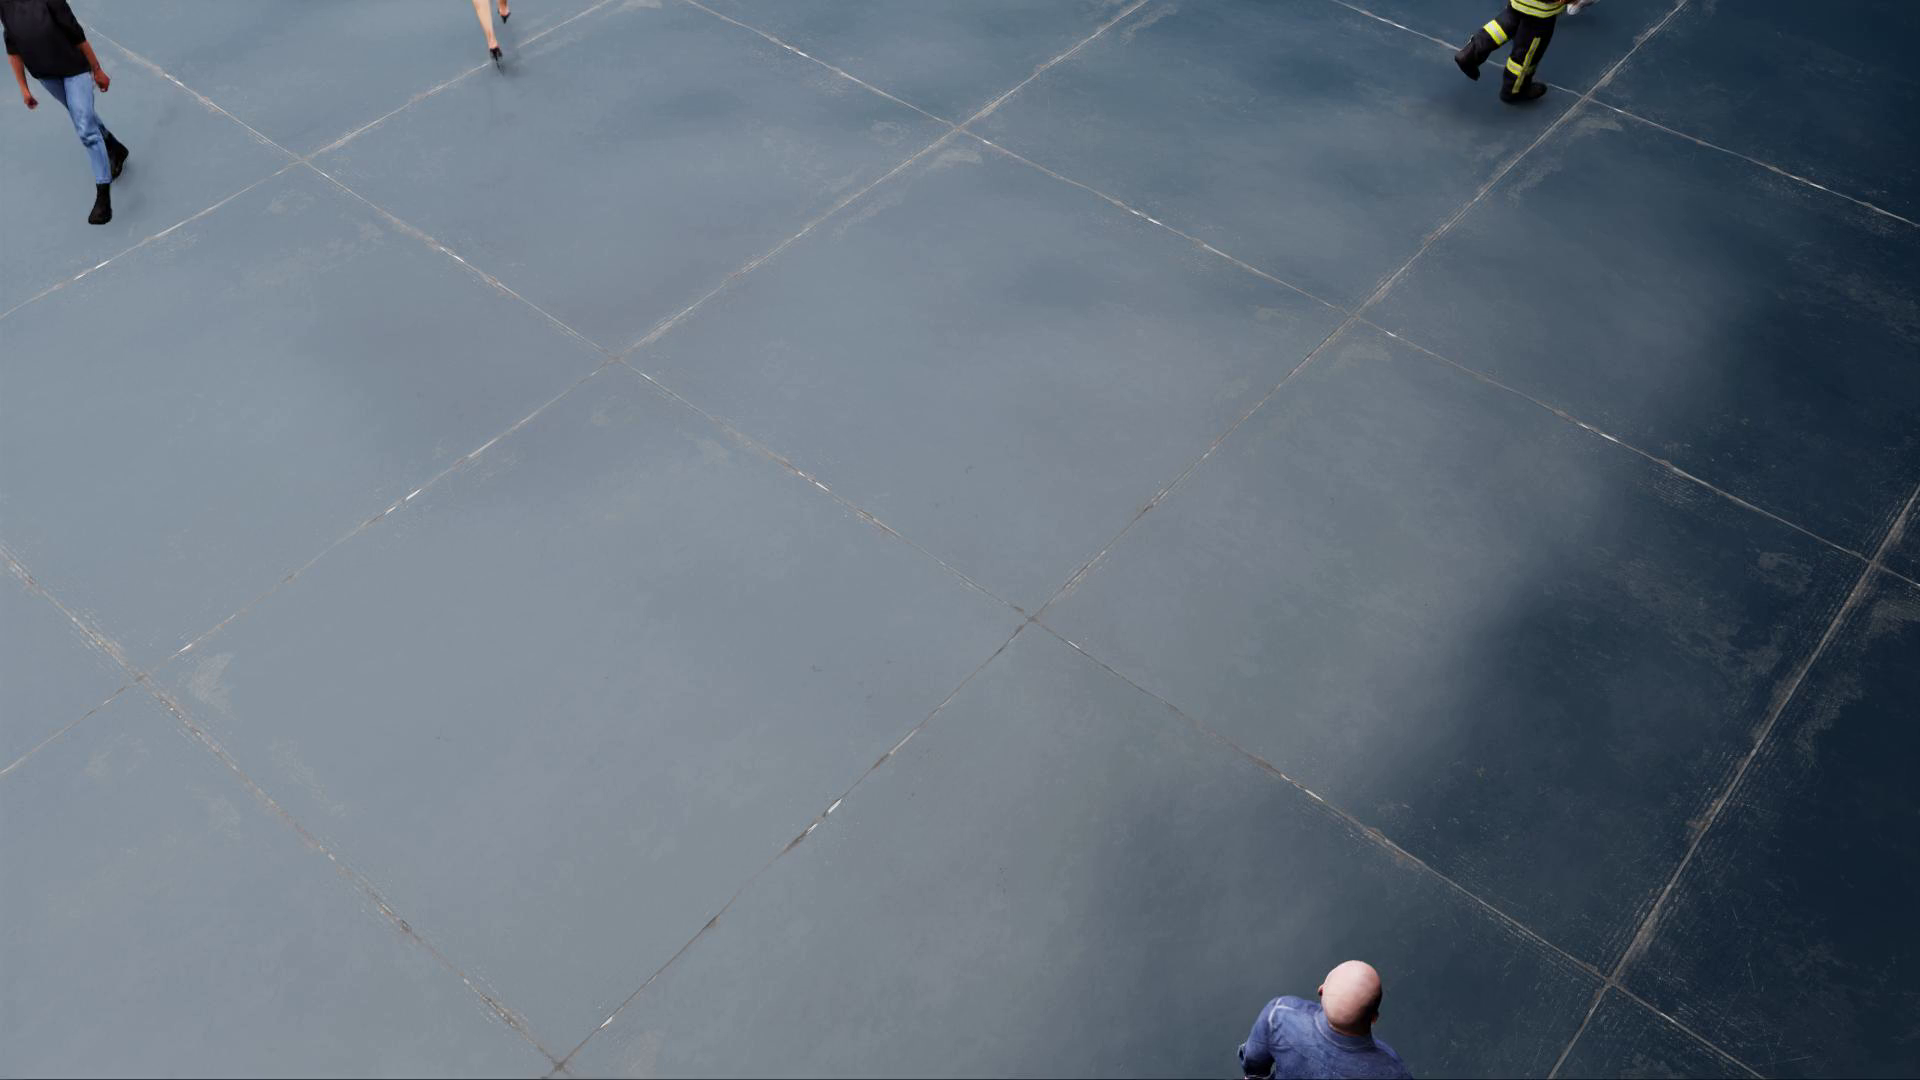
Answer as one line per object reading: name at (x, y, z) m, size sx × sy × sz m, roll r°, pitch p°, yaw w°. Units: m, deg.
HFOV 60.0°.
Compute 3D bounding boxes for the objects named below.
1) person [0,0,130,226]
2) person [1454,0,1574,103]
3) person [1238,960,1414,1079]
person at (-5.315, -2.802, 9.907) m, size 1.081 × 1.659 × 1.167 m, roll -2°, pitch 47°, yaw -2°
person at (3.610, -3.609, 10.486) m, size 1.097 × 1.905 × 1.030 m, roll -13°, pitch 49°, yaw -12°
person at (1.120, 1.973, 5.391) m, size 0.782 × 1.807 × 0.697 m, roll 25°, pitch 52°, yaw 21°
